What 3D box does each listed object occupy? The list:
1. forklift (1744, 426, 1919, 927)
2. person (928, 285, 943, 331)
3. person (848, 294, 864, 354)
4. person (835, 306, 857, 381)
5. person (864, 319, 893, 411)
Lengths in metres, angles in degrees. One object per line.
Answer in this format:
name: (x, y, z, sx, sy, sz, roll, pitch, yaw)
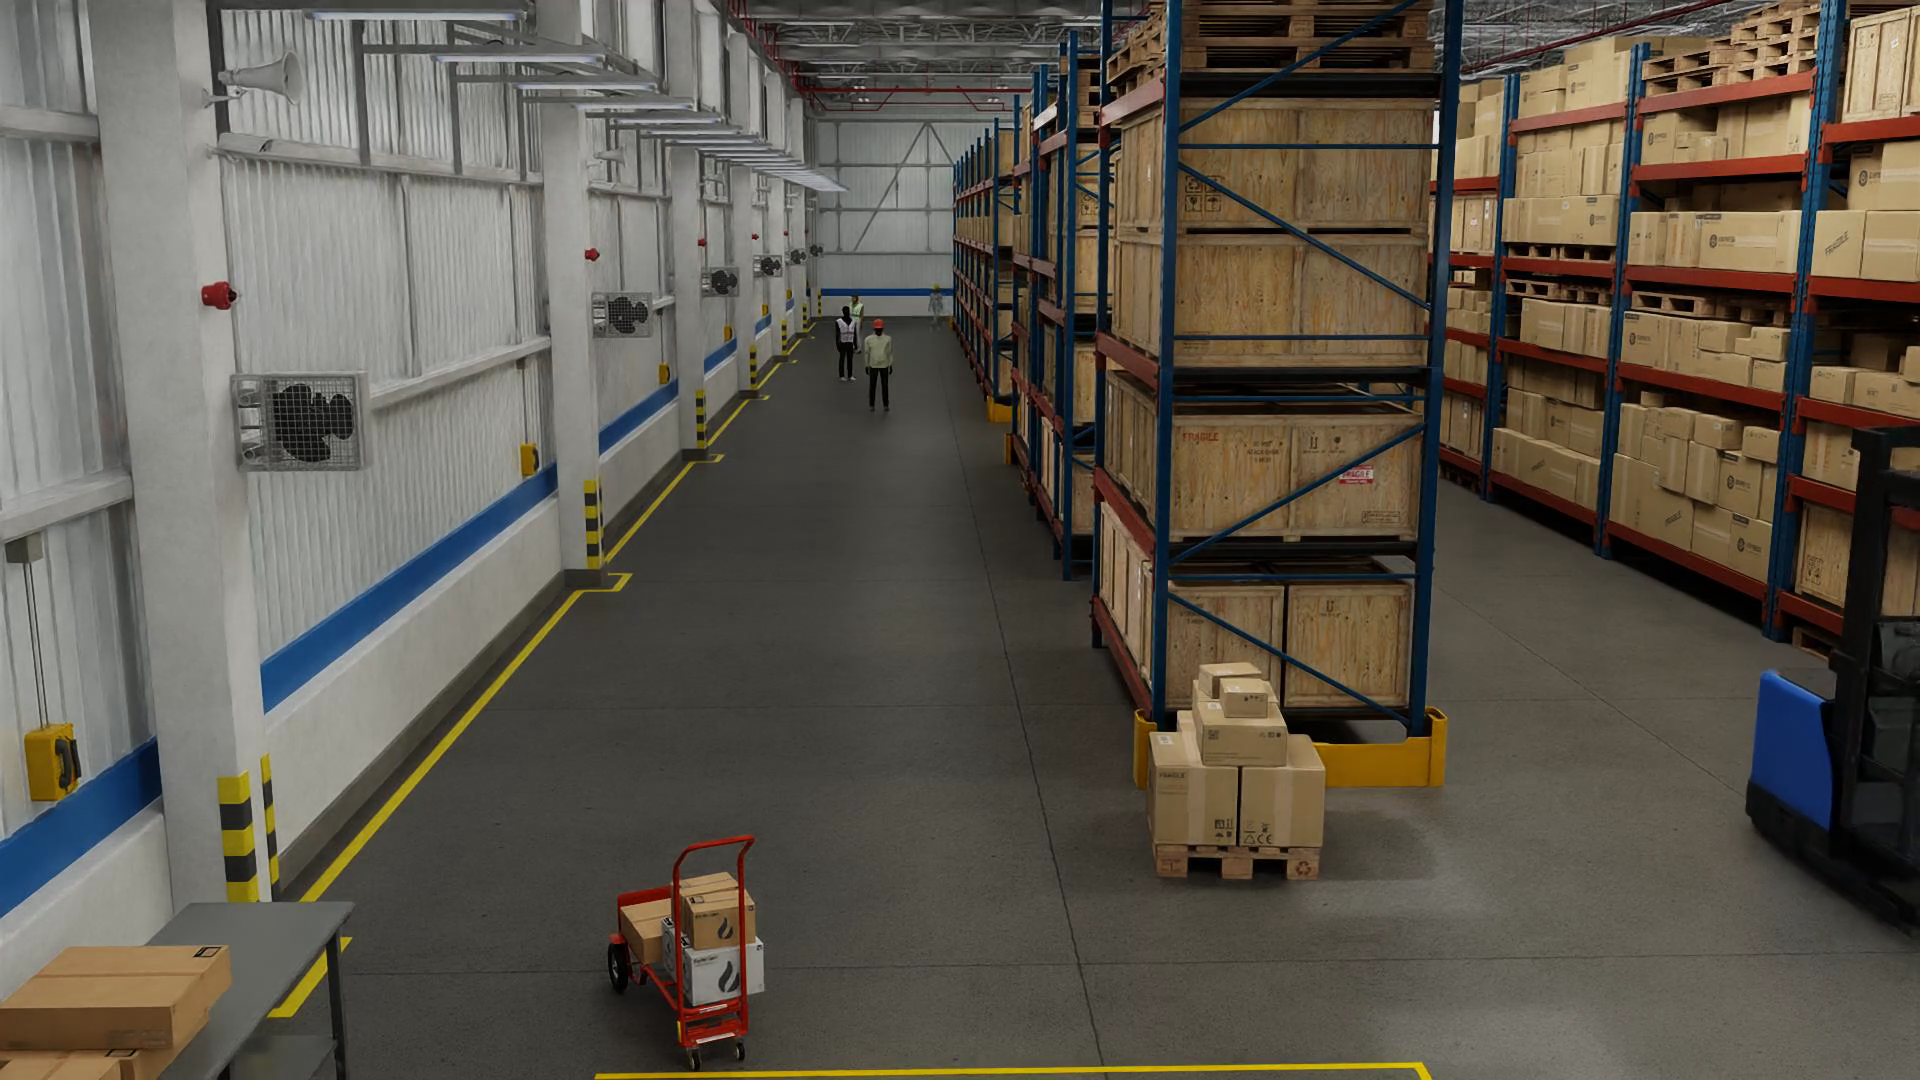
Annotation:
forklift: (5.885, 0.696, 10.228, 1.129, 2.768, 1.873, 0, 11, -2)
person: (-0.910, -8.627, 61.833, 0.502, 1.689, 0.925, 8, 13, 35)
person: (-3.205, -6.643, 51.096, 0.566, 1.850, 0.389, 6, 13, 30)
person: (-2.908, -5.015, 42.478, 0.586, 1.913, 0.398, -7, 13, -33)
person: (-1.743, -3.741, 35.656, 0.618, 1.986, 0.408, -2, 11, -9)
